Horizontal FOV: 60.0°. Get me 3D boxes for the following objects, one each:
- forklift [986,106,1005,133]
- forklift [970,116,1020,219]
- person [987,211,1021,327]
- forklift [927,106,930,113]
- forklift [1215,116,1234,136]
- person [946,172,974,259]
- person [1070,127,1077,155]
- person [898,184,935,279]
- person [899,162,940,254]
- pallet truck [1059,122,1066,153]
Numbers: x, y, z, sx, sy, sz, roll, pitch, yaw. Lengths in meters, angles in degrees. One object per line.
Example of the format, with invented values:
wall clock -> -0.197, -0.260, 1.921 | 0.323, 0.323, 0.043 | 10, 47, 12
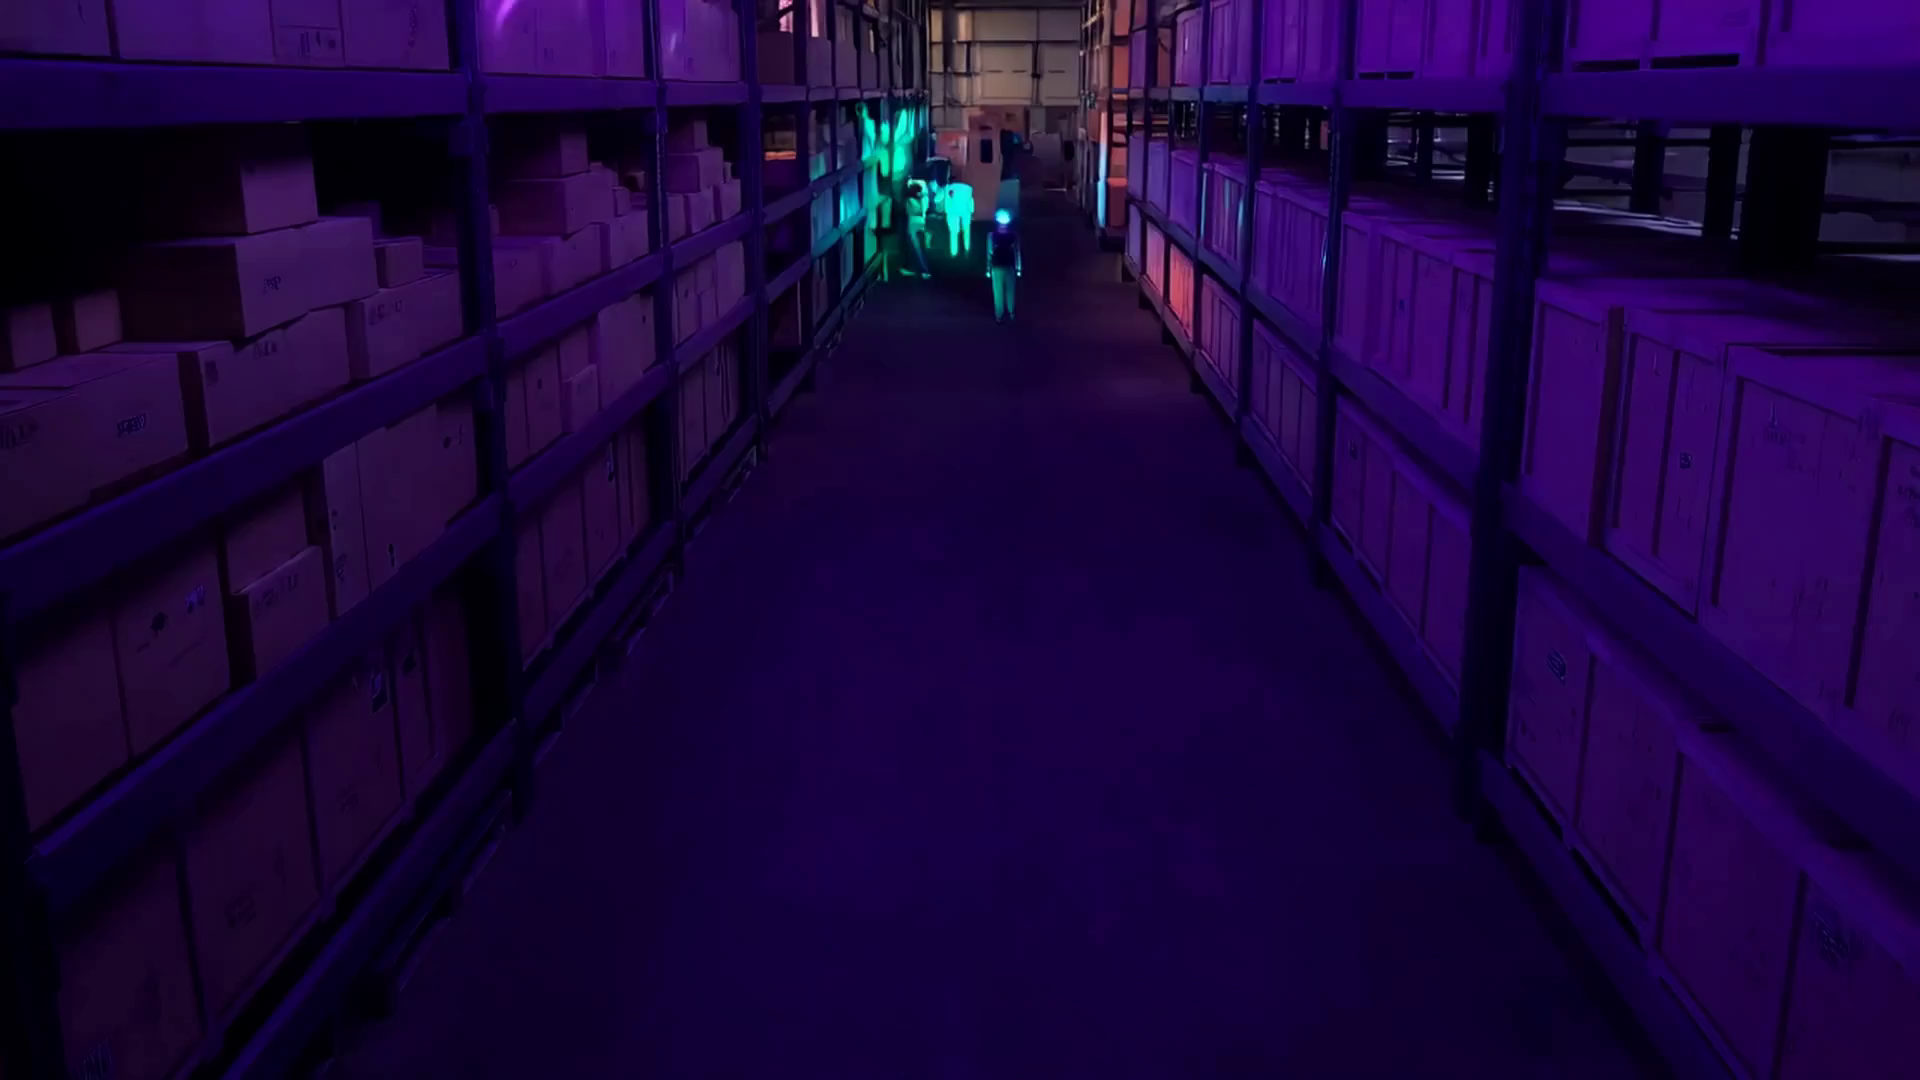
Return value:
forklift -> 1.788, -20.563, 84.299 | 1.129, 2.768, 1.873 | -7, 17, -24
forklift -> 0.730, -10.587, 47.183 | 1.873, 2.768, 1.129 | -14, 20, -42
person -> 0.671, -4.161, 25.435 | 0.529, 1.745, 0.685 | 1, 15, 3
forklift -> -2.001, -20.667, 84.687 | 1.129, 2.768, 1.873 | 0, 15, 2
forklift -> 7.810, -11.176, 49.373 | 1.129, 2.768, 1.873 | 0, 15, 1
person -> -0.025, -6.918, 35.513 | 0.624, 1.840, 0.429 | -5, 16, -20
person -> 5.472, -18.791, 79.627 | 1.012, 1.889, 0.636 | 7, 16, 23
person -> -0.832, -5.921, 31.907 | 0.697, 1.776, 0.983 | -13, 20, -41
person -> -0.891, -7.283, 36.540 | 0.854, 2.016, 0.625 | -1, 15, -4
pallet truck -> 5.788, -21.111, 88.014 | 1.885, 1.965, 0.823 | 5, 16, 18
